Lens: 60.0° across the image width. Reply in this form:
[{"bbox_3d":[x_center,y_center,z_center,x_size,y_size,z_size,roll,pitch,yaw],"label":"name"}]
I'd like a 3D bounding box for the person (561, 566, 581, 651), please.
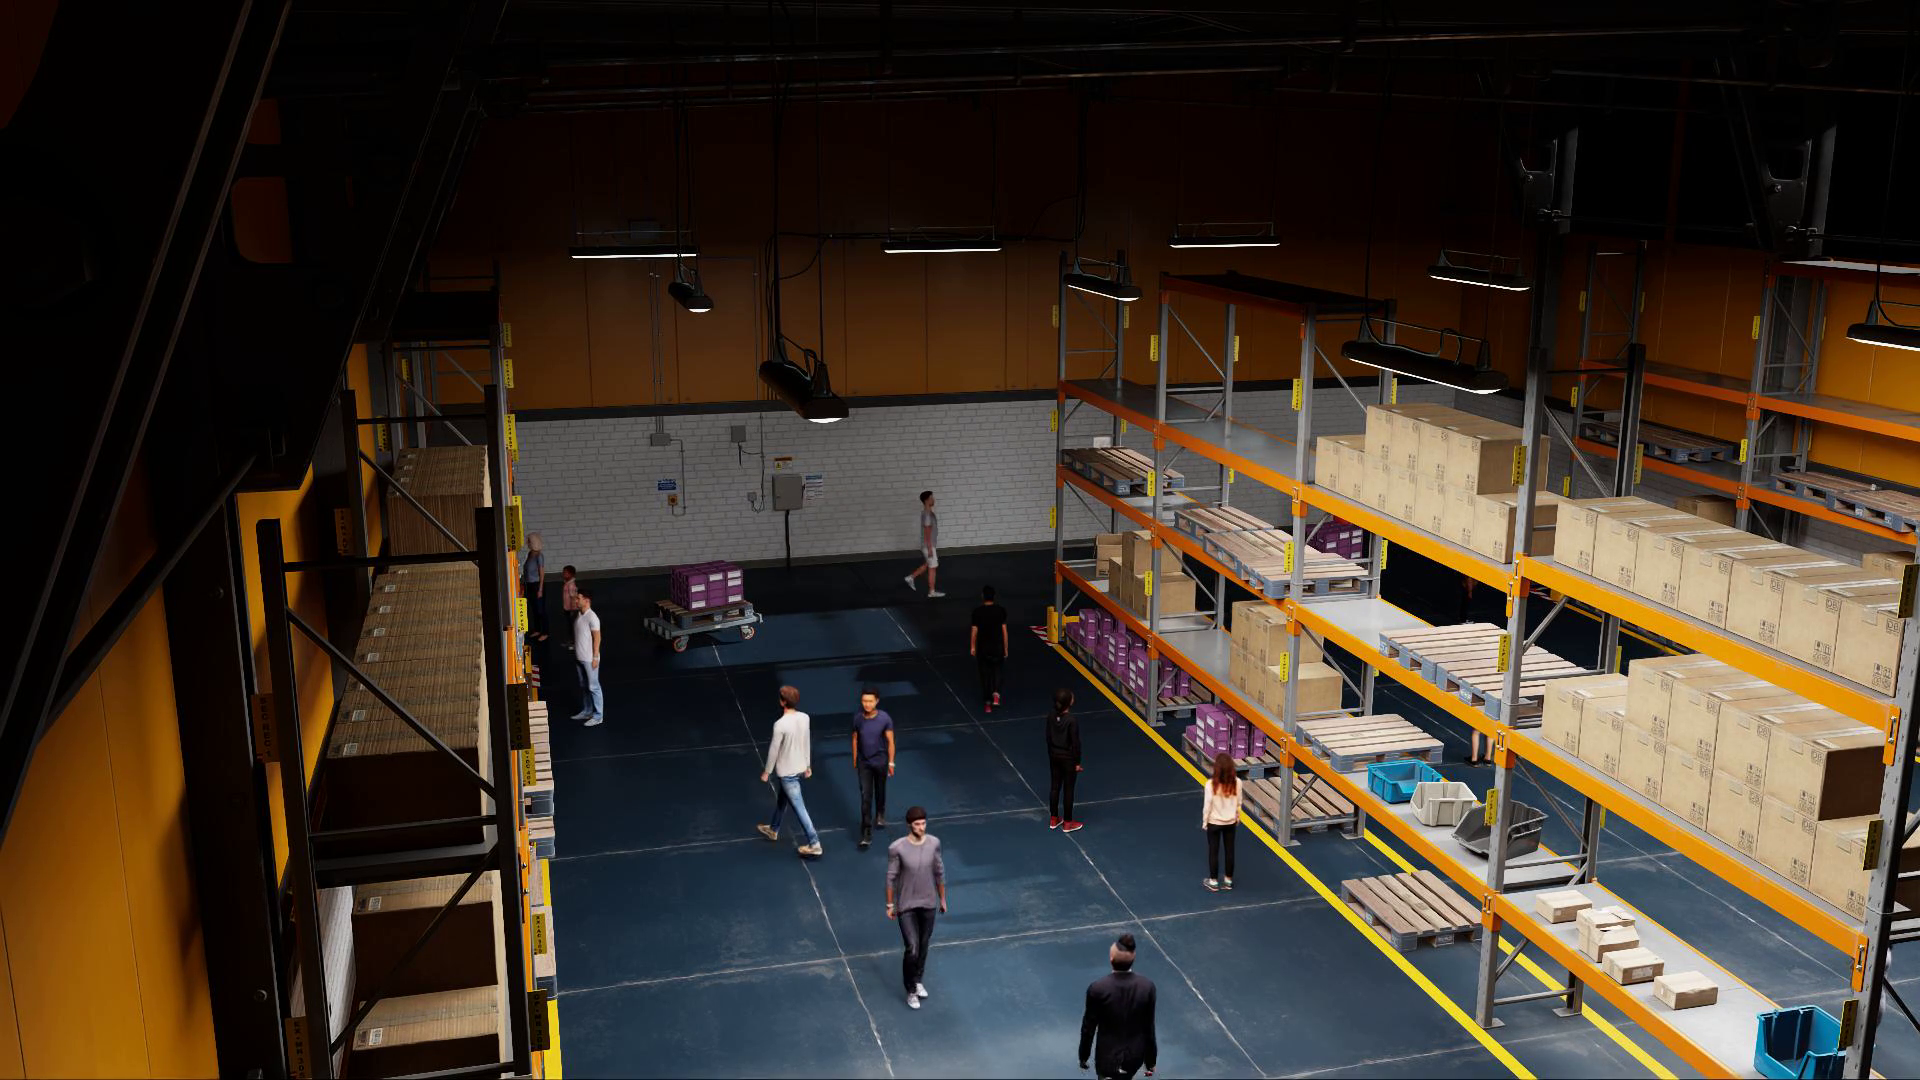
[{"bbox_3d":[-5.895,1.019,25.442,0.633,1.302,0.503,-7,15,-27],"label":"person"}]

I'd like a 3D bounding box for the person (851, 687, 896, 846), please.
[{"bbox_3d":[-0.947,2.458,18.560,0.920,1.744,1.236,1,14,5],"label":"person"}]

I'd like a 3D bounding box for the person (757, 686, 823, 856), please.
[{"bbox_3d":[-1.768,2.539,17.995,1.260,1.853,1.167,9,16,32],"label":"person"}]

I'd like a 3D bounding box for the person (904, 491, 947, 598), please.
[{"bbox_3d":[-0.613,0.084,28.161,0.906,1.841,0.975,0,14,1],"label":"person"}]

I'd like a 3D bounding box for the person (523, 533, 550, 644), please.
[{"bbox_3d":[-6.558,0.724,25.767,0.717,1.722,0.587,-11,17,-38],"label":"person"}]

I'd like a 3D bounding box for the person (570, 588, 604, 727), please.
[{"bbox_3d":[-4.949,1.534,22.119,0.812,1.866,0.657,-10,17,-37],"label":"person"}]

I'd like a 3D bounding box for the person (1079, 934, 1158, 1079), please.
[{"bbox_3d":[1.217,3.881,12.341,0.730,1.905,1.233,-3,14,-14],"label":"person"}]

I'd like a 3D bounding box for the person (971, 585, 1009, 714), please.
[{"bbox_3d":[0.412,1.498,22.521,0.739,1.746,0.719,0,14,1],"label":"person"}]

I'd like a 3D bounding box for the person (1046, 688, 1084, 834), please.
[{"bbox_3d":[1.163,2.460,18.703,0.655,1.674,0.746,11,18,39],"label":"person"}]

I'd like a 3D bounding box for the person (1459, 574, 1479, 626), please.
[{"bbox_3d":[8.118,0.761,26.610,0.652,1.255,0.541,2,14,9],"label":"person"}]

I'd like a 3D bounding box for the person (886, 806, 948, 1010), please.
[{"bbox_3d":[-0.435,3.255,15.068,0.771,1.840,0.778,-7,15,-26],"label":"person"}]

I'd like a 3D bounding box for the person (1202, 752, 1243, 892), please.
[{"bbox_3d":[2.720,2.912,17.238,0.568,1.483,0.496,-3,14,-13],"label":"person"}]
